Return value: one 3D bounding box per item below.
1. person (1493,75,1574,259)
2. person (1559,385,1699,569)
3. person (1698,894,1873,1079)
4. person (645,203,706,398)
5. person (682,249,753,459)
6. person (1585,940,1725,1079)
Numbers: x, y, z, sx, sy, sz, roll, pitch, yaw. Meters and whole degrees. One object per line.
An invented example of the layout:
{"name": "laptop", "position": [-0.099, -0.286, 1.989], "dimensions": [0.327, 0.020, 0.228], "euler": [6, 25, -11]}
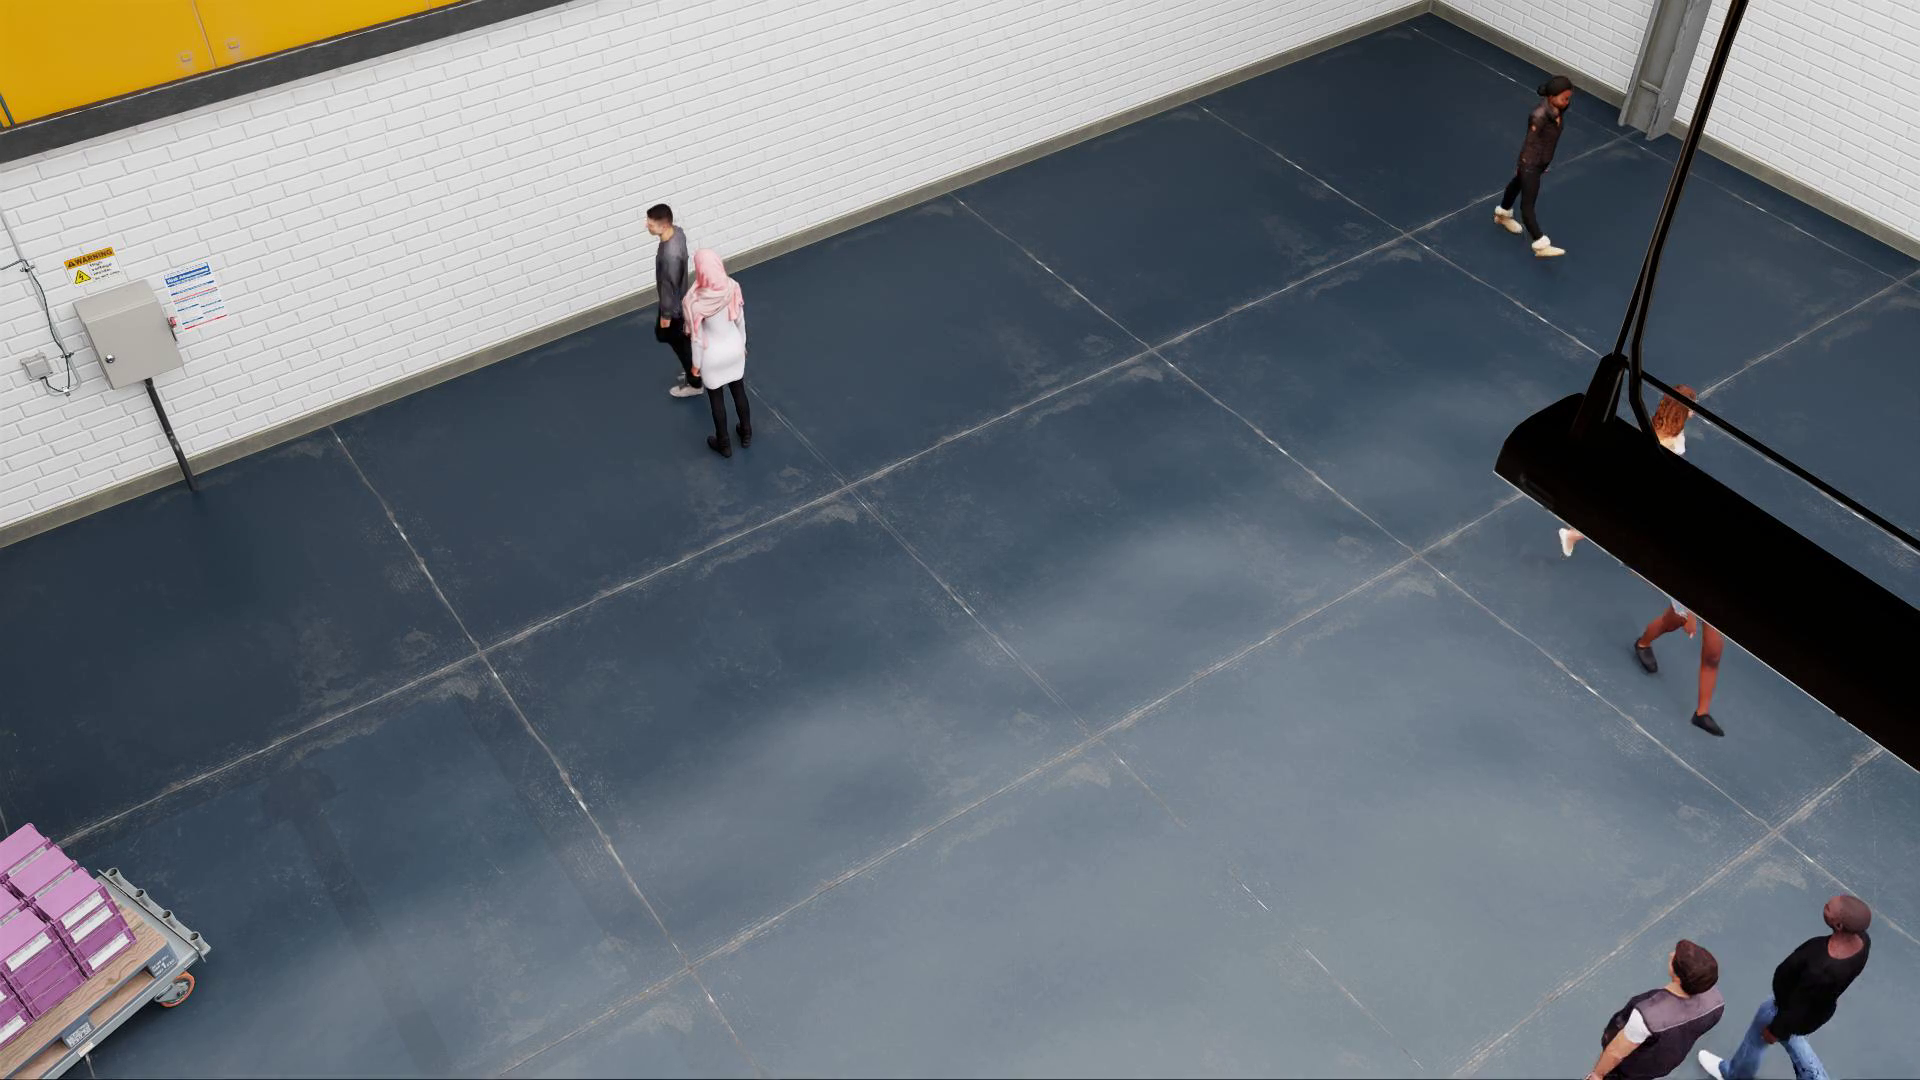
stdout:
{"name": "person", "position": [5.083, -3.187, 14.344], "dimensions": [1.126, 1.627, 0.712], "euler": [-26, 49, -25]}
{"name": "person", "position": [4.607, -0.400, 11.373], "dimensions": [1.048, 1.690, 0.915], "euler": [12, 45, 12]}
{"name": "person", "position": [4.306, 2.411, 8.391], "dimensions": [0.610, 1.733, 0.930], "euler": [-28, 50, -27]}
{"name": "person", "position": [-2.102, -1.834, 12.833], "dimensions": [0.783, 1.751, 0.682], "euler": [-5, 44, -6]}
{"name": "person", "position": [-1.776, -1.384, 12.323], "dimensions": [0.621, 1.804, 0.579], "euler": [-25, 49, -24]}
{"name": "person", "position": [3.372, 2.612, 8.114], "dimensions": [0.814, 1.824, 1.139], "euler": [-15, 46, -16]}
